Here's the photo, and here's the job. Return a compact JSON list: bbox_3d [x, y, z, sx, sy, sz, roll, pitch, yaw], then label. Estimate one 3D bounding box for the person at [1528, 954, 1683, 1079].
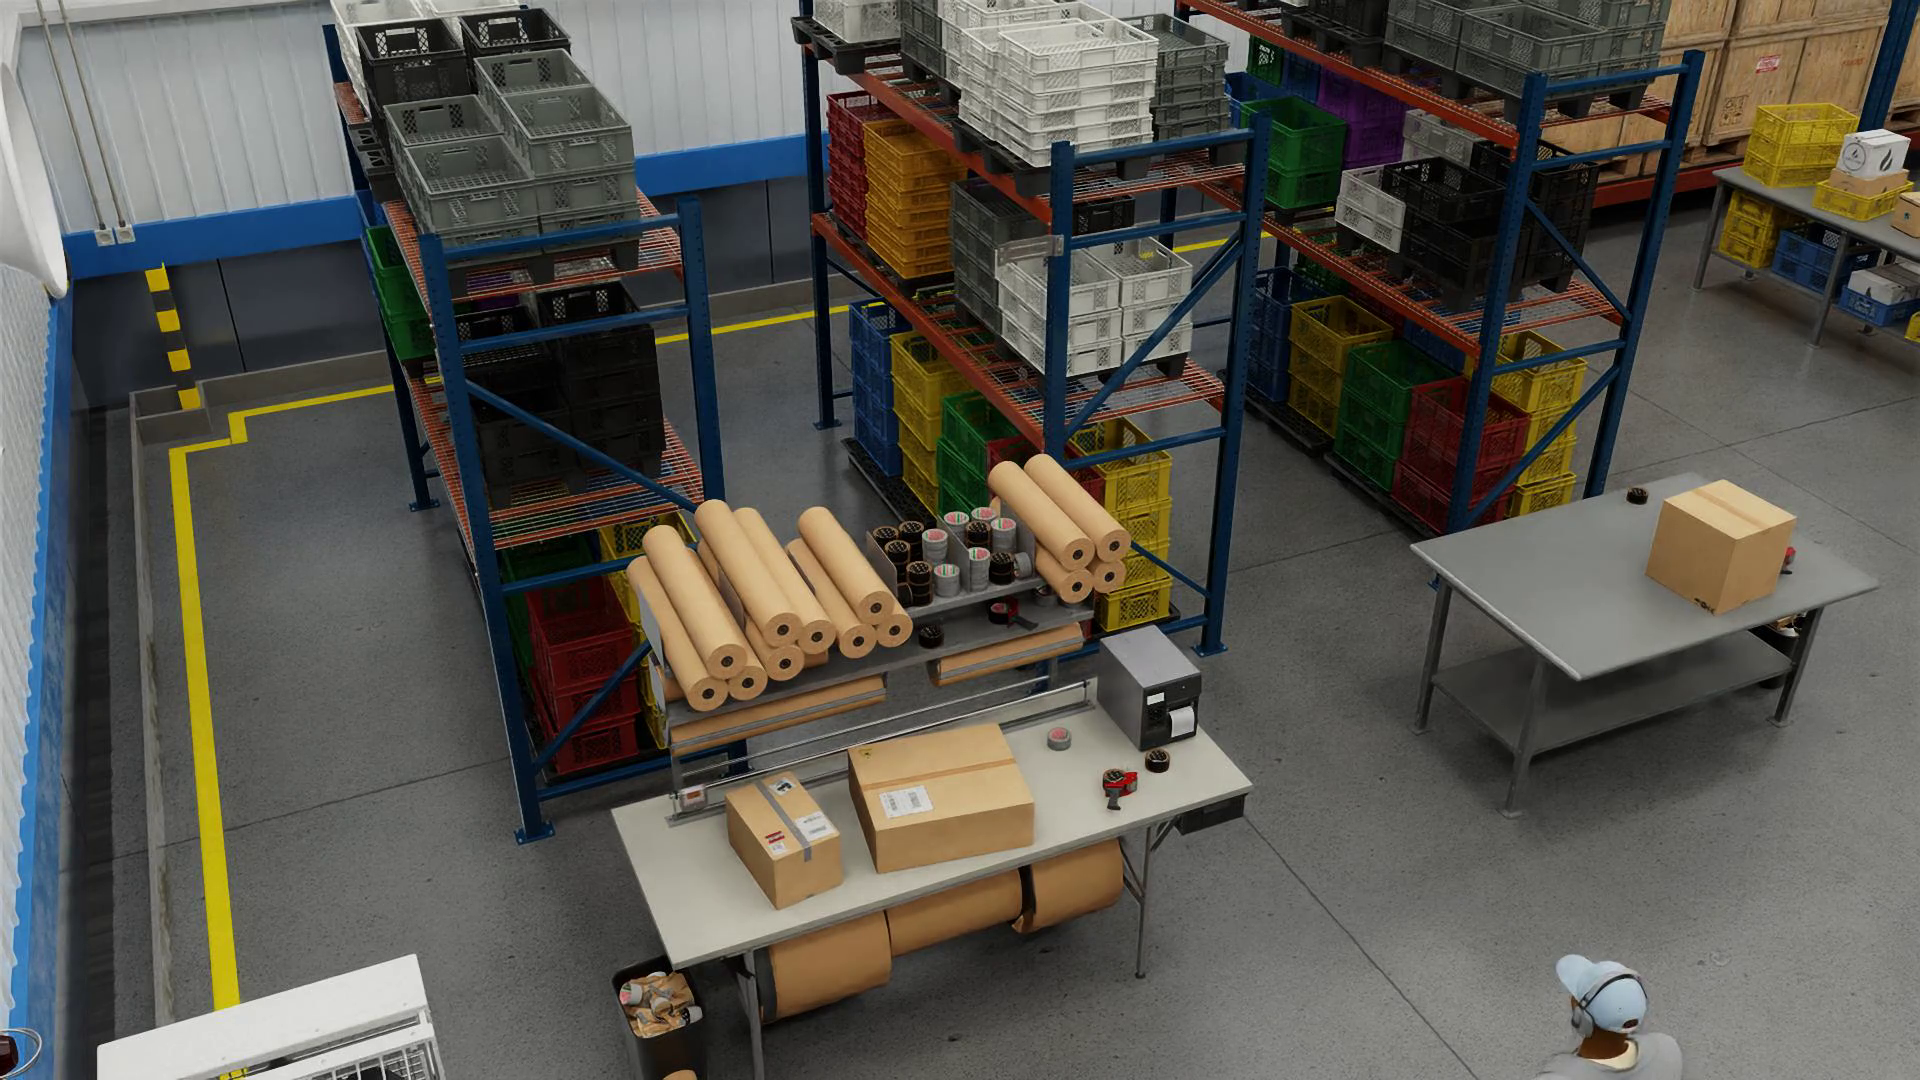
[{"bbox_3d":[1.866,2.008,5.199,0.597,1.850,0.397,-14,34,-21],"label":"person"}]
